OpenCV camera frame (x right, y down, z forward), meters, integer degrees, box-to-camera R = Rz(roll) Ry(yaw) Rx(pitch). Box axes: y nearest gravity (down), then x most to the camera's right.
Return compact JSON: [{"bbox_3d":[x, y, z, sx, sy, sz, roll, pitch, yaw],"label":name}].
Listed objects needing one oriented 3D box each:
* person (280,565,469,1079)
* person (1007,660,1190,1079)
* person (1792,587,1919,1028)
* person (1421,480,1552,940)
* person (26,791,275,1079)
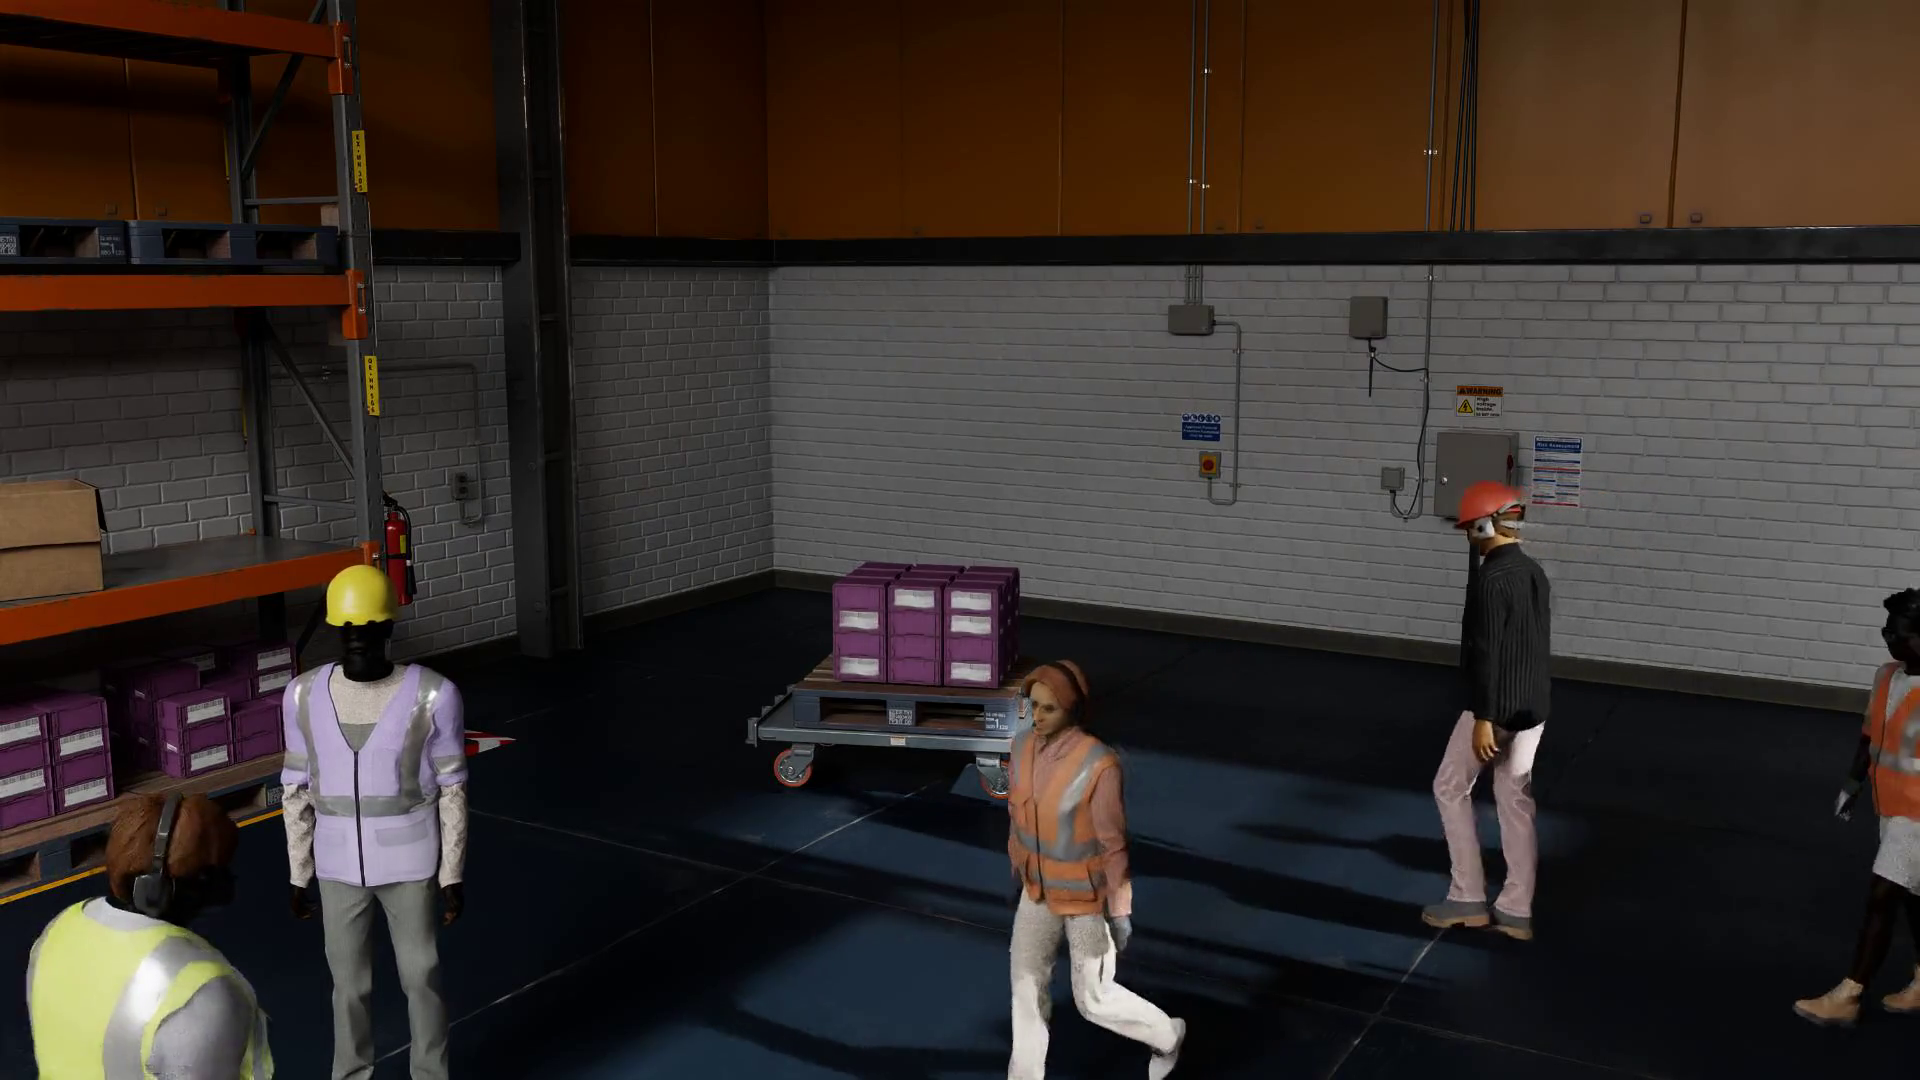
[{"bbox_3d":[-1.874,1.029,5.340,0.591,1.930,0.357,0,9,-1],"label":"person"},{"bbox_3d":[0.416,1.159,5.533,0.675,1.611,0.551,-7,12,-39],"label":"person"},{"bbox_3d":[3.458,1.011,6.253,0.773,1.667,0.548,0,9,2],"label":"person"},{"bbox_3d":[2.308,0.727,7.177,0.653,1.944,0.592,-8,12,-42],"label":"person"},{"bbox_3d":[-1.689,1.404,3.398,0.648,1.810,0.753,6,11,33],"label":"person"}]
